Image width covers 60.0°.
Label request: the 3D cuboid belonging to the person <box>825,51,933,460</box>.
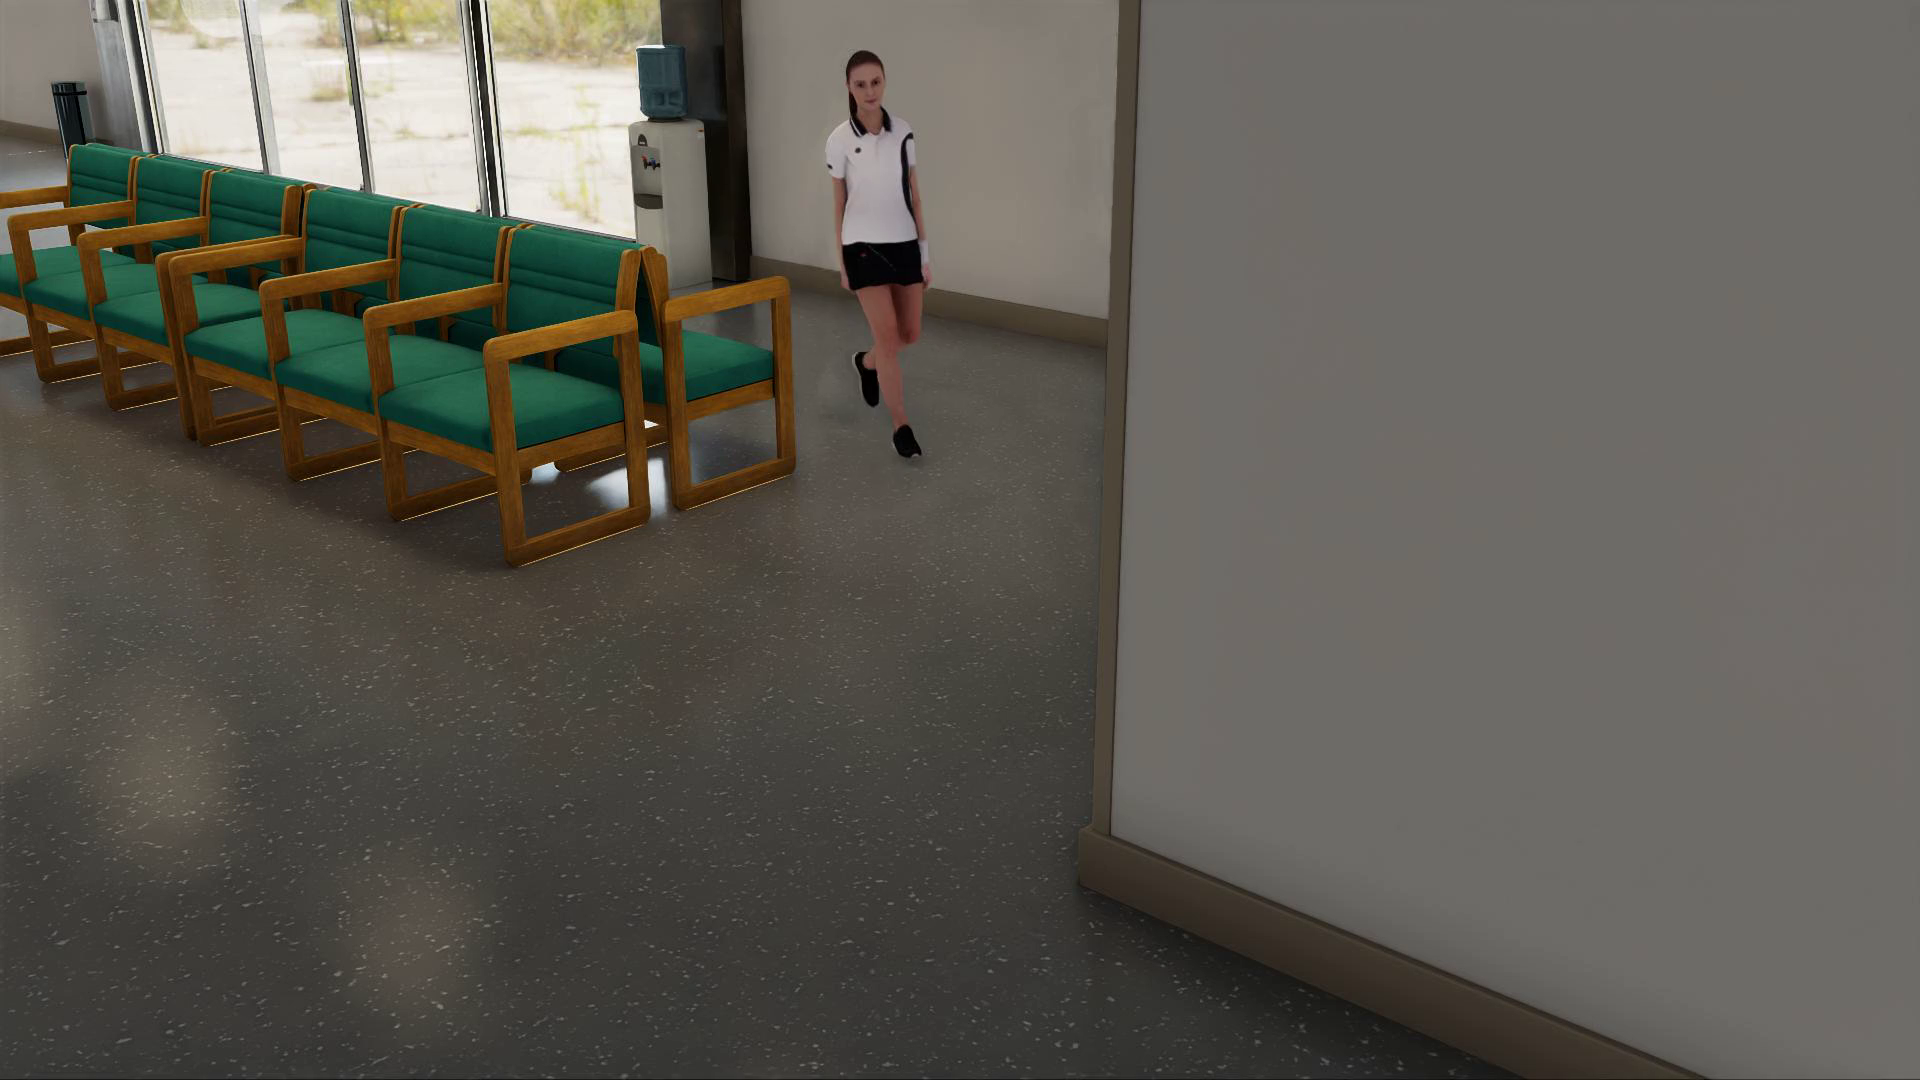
[{"bbox_3d":[-0.373,-1.234,7.274,0.999,1.721,0.921,-11,23,-26],"label":"person"}]
